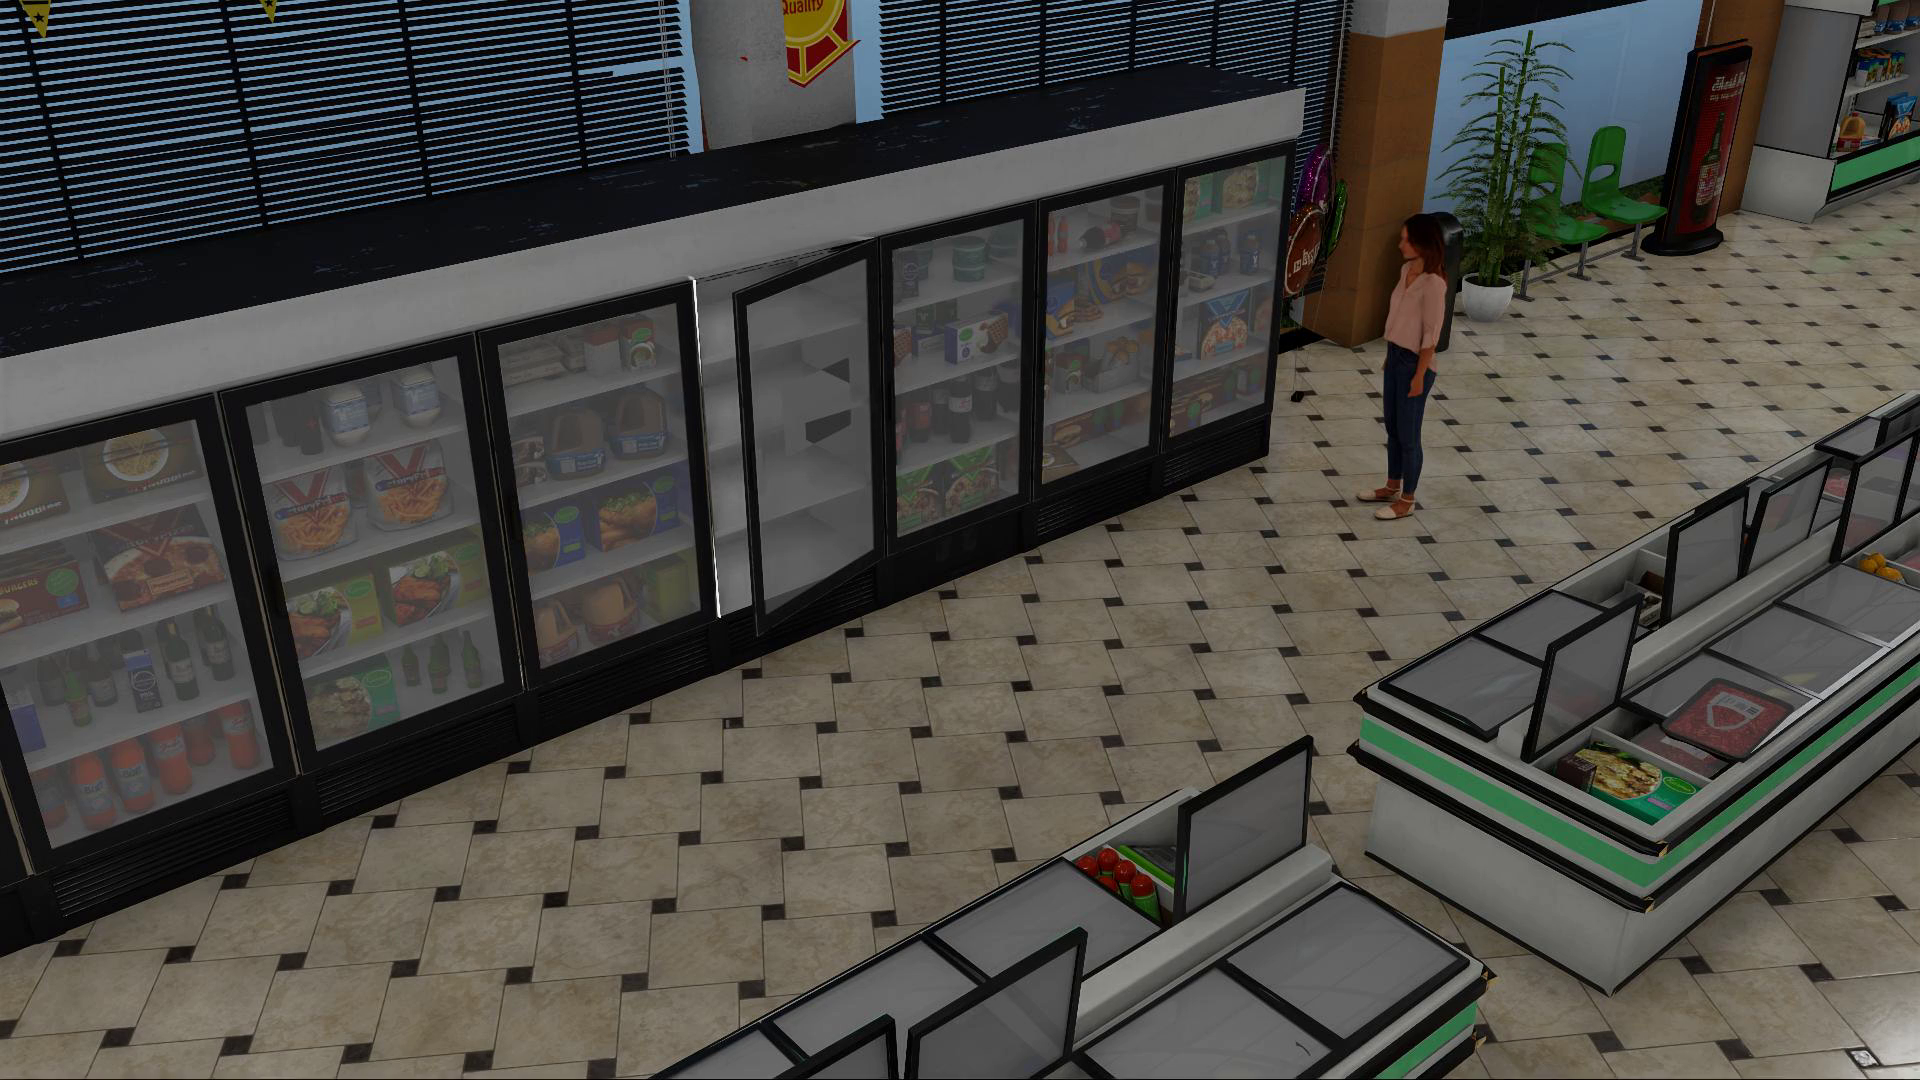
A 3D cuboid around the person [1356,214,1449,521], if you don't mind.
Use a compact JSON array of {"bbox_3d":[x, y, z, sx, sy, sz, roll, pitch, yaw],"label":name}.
[{"bbox_3d":[2.552,-0.979,9.421,0.680,1.788,0.671,-5,27,-9],"label":"person"}]
